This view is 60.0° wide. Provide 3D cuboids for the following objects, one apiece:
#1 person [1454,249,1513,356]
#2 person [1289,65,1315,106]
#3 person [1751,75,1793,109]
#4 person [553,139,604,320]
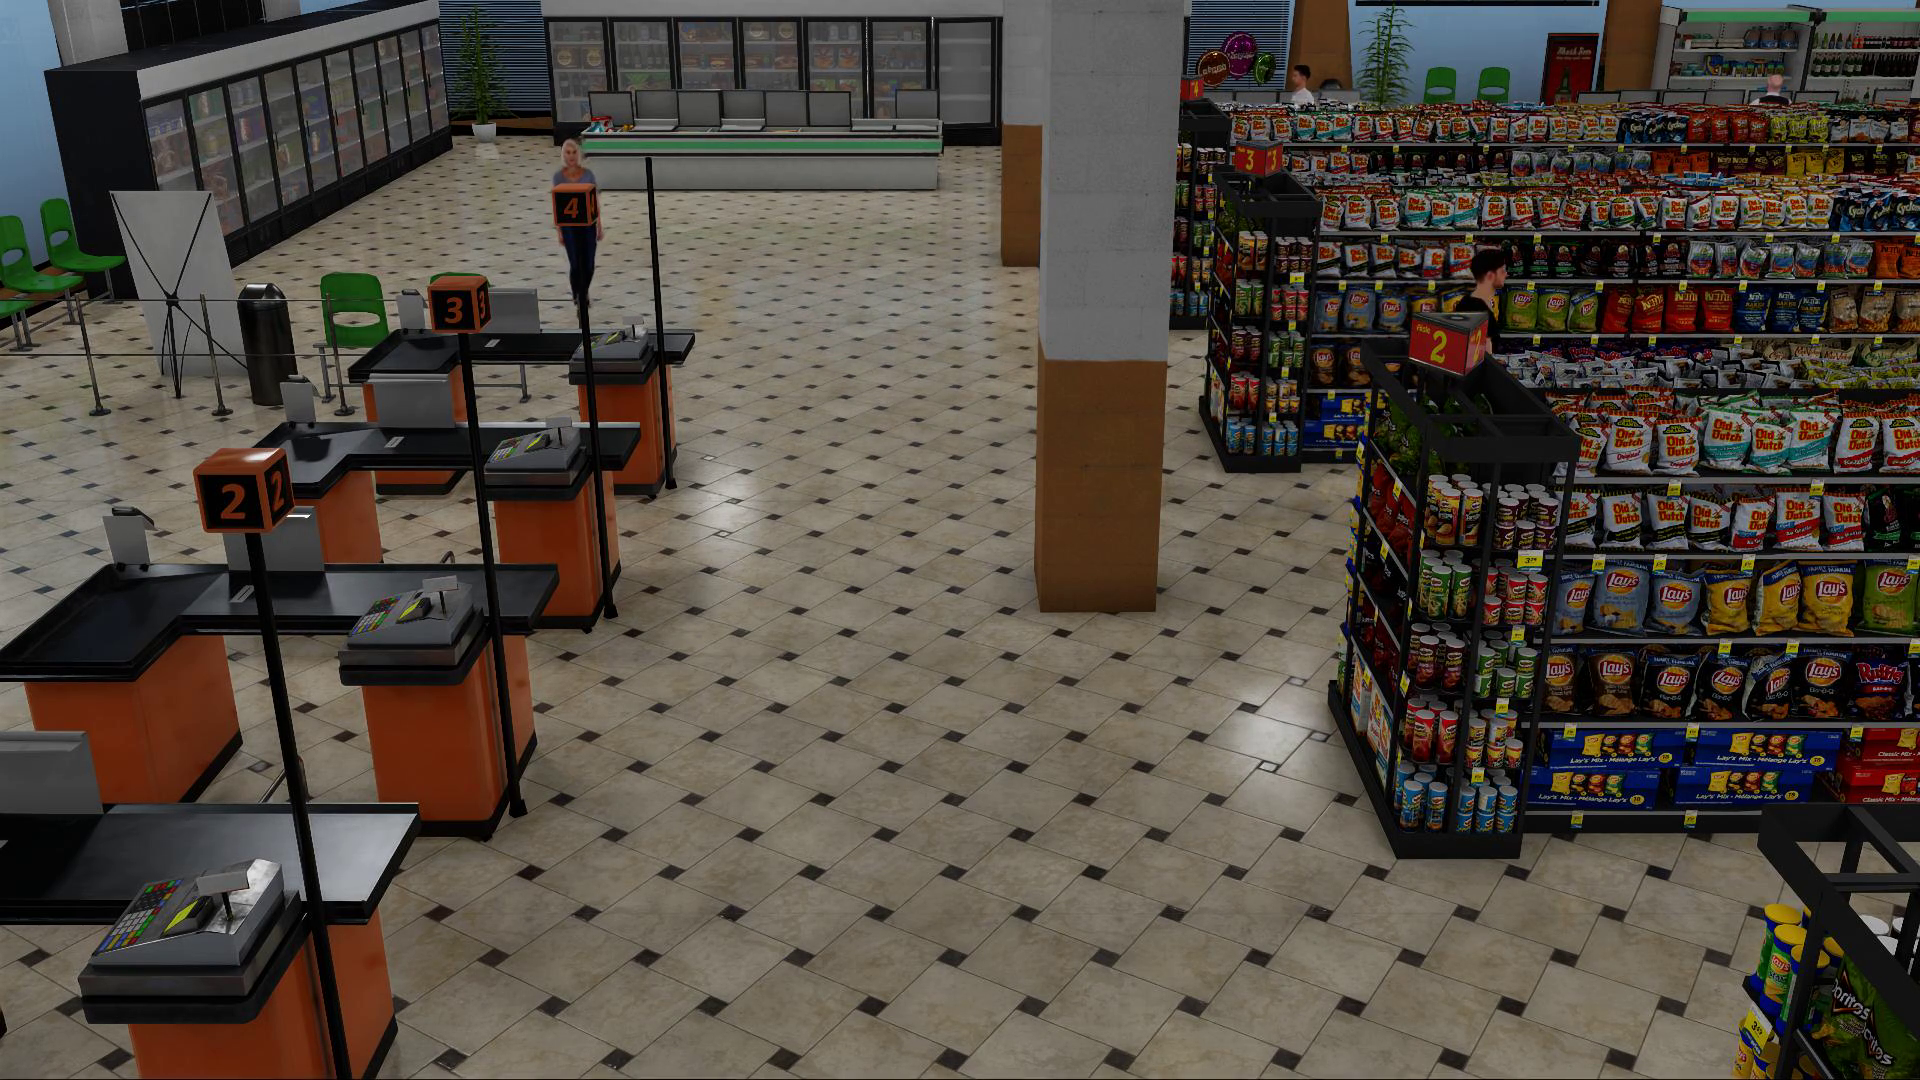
[{"bbox_3d":[3.228,-0.950,10.909,1.306,1.860,0.867,5,23,13],"label":"person"},{"bbox_3d":[4.419,-5.113,21.282,1.249,1.852,0.794,-4,22,-11],"label":"person"},{"bbox_3d":[9.967,-4.832,20.620,0.524,1.824,0.743,1,22,2],"label":"person"},{"bbox_3d":[-3.772,-3.103,16.477,1.016,1.704,0.858,-7,23,-18],"label":"person"}]
